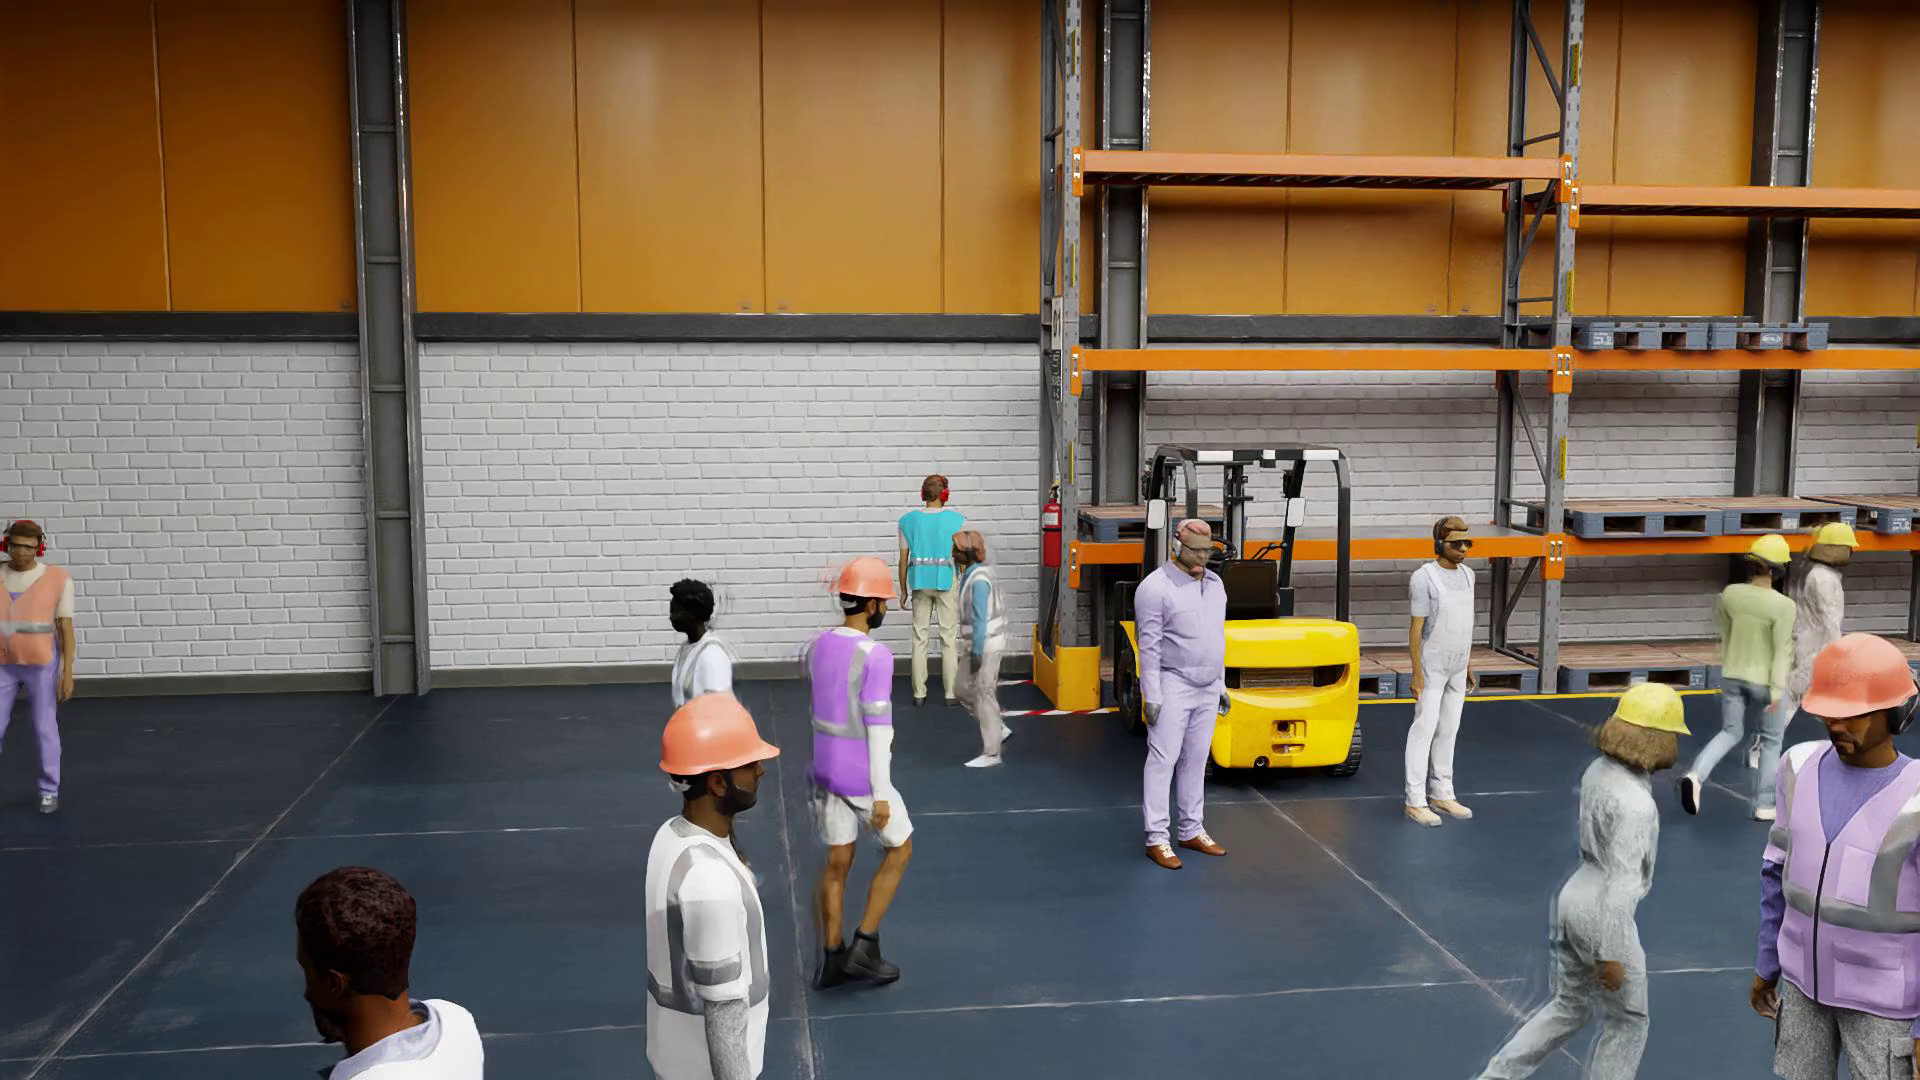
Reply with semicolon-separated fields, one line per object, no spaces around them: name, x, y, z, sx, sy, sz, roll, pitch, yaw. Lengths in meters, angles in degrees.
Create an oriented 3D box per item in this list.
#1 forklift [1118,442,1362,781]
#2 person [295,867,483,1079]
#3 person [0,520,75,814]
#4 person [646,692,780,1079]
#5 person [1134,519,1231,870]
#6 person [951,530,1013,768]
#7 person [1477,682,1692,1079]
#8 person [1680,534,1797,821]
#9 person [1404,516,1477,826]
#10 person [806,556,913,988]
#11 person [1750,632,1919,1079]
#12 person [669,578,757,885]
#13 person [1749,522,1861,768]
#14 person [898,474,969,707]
forklift;1.912;0.418;11.496;1.214;2.155;2.313;-1;7;-8
person;-0.997;1.525;3.014;0.386;1.914;0.590;0;7;-3
person;-5.691;0.780;10.076;0.703;1.805;0.405;-1;7;-7
person;-0.634;1.359;4.353;0.354;1.942;0.545;-3;7;-23
person;1.256;0.831;9.157;0.637;1.902;0.406;-5;8;-39
person;0.125;0.735;11.215;0.374;1.620;0.523;-2;7;-13
person;2.157;1.321;5.780;0.685;1.693;0.539;0;7;3
person;4.653;0.827;9.853;0.676;1.741;0.520;-3;7;-28
person;2.879;0.770;9.927;0.517;1.843;0.325;-4;8;-33
person;-0.448;1.029;7.358;0.477;1.914;0.569;-6;9;-45
person;2.524;1.267;4.742;0.387;2.038;0.605;-3;7;-26
person;-1.273;1.029;8.313;0.352;1.684;0.572;-3;7;-25
person;5.696;0.733;10.926;0.916;1.694;0.502;4;8;34
person;-0.206;0.405;13.130;0.568;1.840;0.374;1;7;10
